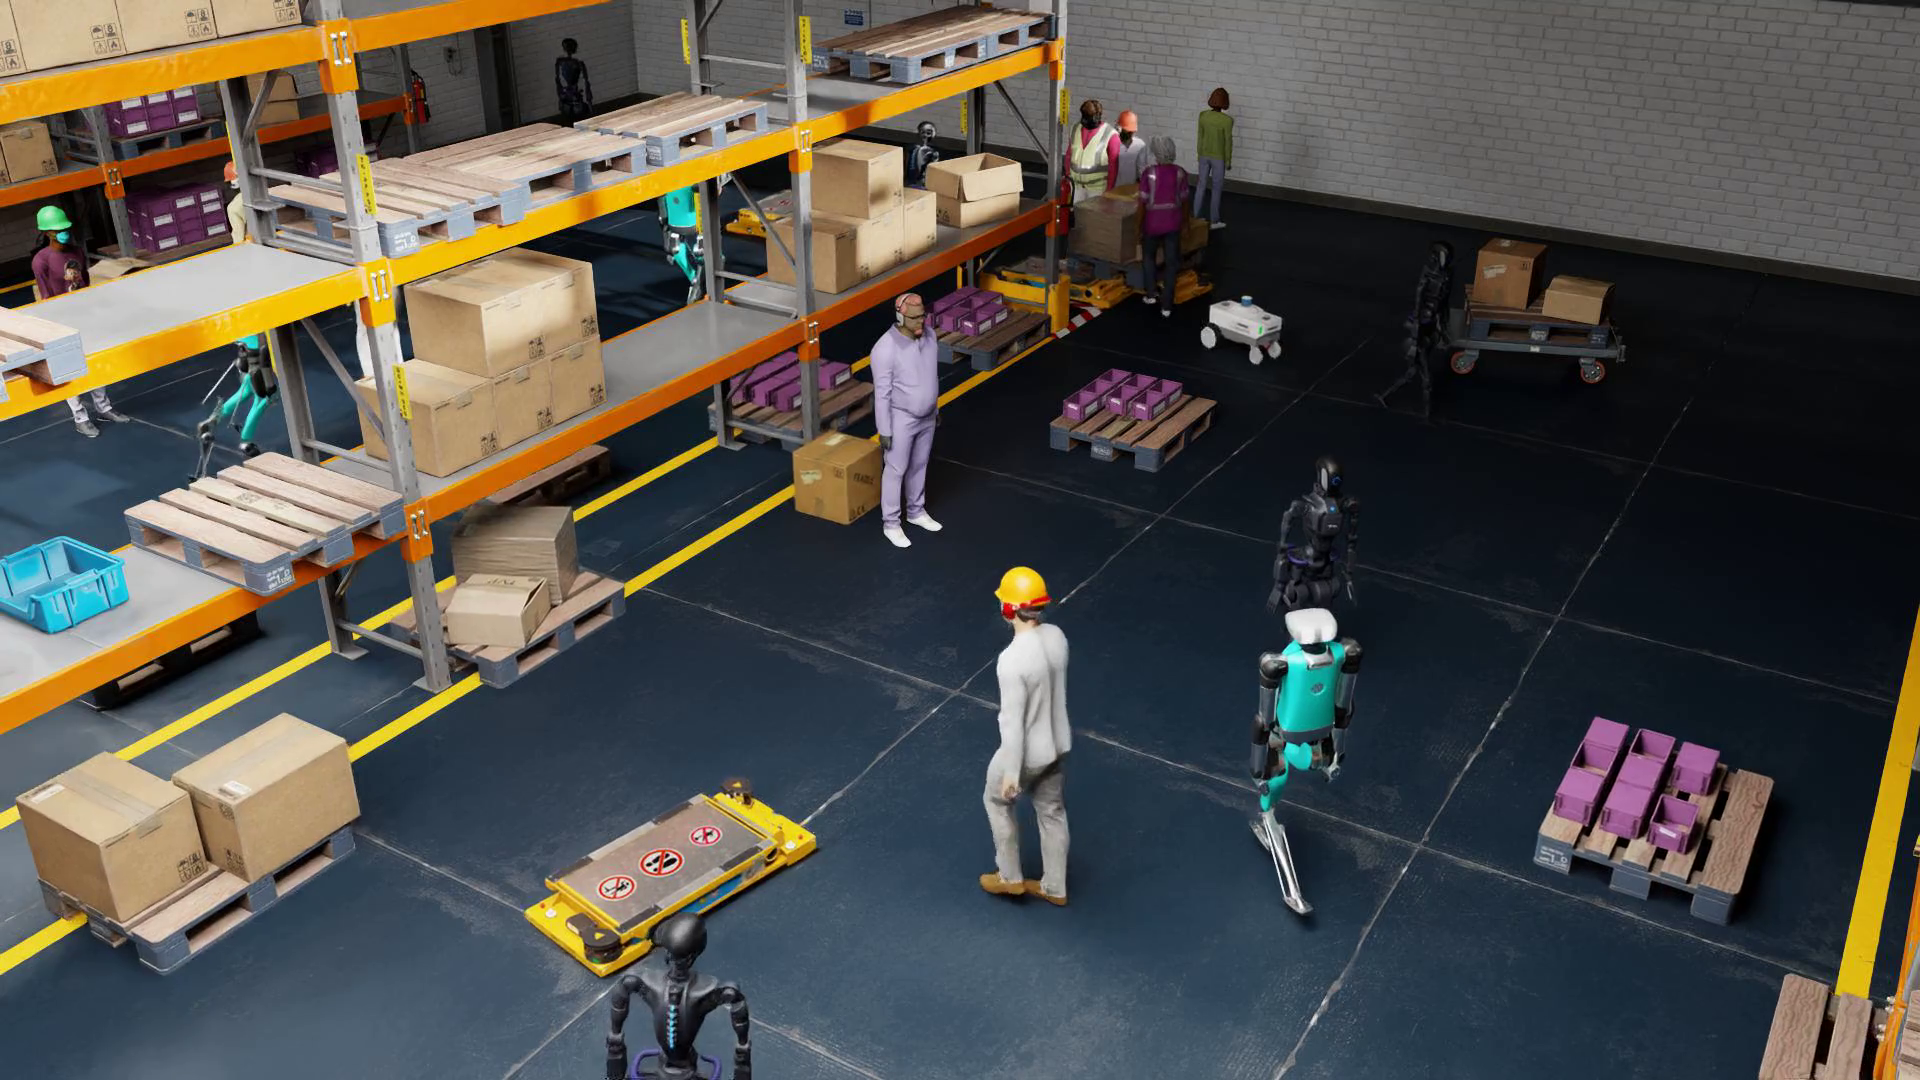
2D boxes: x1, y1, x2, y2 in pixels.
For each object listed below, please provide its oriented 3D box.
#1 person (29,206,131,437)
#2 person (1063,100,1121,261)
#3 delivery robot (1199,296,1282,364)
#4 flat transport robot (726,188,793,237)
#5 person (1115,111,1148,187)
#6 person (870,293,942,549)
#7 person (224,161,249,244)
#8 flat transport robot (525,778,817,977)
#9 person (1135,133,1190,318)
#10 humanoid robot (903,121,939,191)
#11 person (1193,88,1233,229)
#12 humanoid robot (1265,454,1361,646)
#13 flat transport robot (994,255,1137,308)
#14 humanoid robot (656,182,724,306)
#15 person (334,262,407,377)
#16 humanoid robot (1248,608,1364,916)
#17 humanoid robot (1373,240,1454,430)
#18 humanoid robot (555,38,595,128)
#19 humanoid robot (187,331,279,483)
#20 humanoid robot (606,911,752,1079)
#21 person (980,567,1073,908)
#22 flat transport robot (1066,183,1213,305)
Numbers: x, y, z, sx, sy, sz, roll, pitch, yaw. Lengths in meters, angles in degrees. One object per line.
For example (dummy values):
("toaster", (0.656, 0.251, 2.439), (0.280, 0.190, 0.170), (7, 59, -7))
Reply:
("person", (-7.461, -1.855, 13.996), (0.417, 1.953, 0.488), (11, 29, 20))
("person", (1.403, -3.853, 18.059), (0.620, 1.840, 0.431), (17, 31, 29))
("delivery robot", (2.713, -2.053, 15.889), (0.499, 0.560, 0.734), (-20, 33, -34))
("flat transport robot", (-2.129, -3.917, 19.917), (0.659, 0.231, 1.431), (13, 30, 24))
("person", (1.794, -3.806, 18.107), (0.573, 1.698, 0.872), (-10, 29, -19))
("person", (-0.351, -0.888, 12.141), (0.405, 1.905, 0.651), (20, 33, 35))
("person", (-6.811, -2.790, 16.063), (0.334, 1.742, 0.560), (8, 28, 15))
("flat transport robot", (-1.504, 1.745, 8.760), (0.659, 0.231, 1.431), (23, 35, 38))
("person", (2.041, -3.196, 16.765), (0.559, 1.829, 0.670), (-1, 27, -2))
("humanoid robot", (-0.447, -3.689, 17.919), (0.375, 1.636, 0.593), (-22, 34, -36))
("person", (2.979, -4.481, 19.529), (0.286, 1.627, 0.496), (-24, 35, -39))
("humanoid robot", (2.126, 0.199, 10.251), (0.588, 1.638, 0.487), (-9, 28, -17))
("flat transport robot", (1.100, -2.736, 17.590), (1.431, 0.231, 0.659), (16, 31, 28))
("humanoid robot", (-2.596, -2.937, 16.424), (0.536, 1.760, 1.048), (7, 28, 14))
("person", (-5.249, -2.297, 14.883), (0.634, 1.936, 0.355), (-24, 35, -38))
("humanoid robot", (1.655, 1.030, 8.569), (0.548, 1.739, 1.030), (-7, 28, -14))
("humanoid robot", (3.932, -1.785, 14.233), (0.758, 1.650, 0.590), (23, 35, 37))
("humanoid robot", (-5.188, -5.876, 22.237), (0.608, 1.633, 0.498), (13, 30, 24))
("humanoid robot", (-5.738, -1.174, 12.907), (0.970, 1.774, 0.536), (-22, 34, -37))
("humanoid robot", (-1.119, 2.169, 6.433), (0.614, 1.643, 0.724), (5, 27, 10))
("person", (0.354, 1.029, 8.421), (0.580, 1.855, 0.596), (23, 35, 38))
("flat transport robot", (1.920, -2.814, 17.742), (1.431, 0.231, 0.659), (22, 34, 36))
